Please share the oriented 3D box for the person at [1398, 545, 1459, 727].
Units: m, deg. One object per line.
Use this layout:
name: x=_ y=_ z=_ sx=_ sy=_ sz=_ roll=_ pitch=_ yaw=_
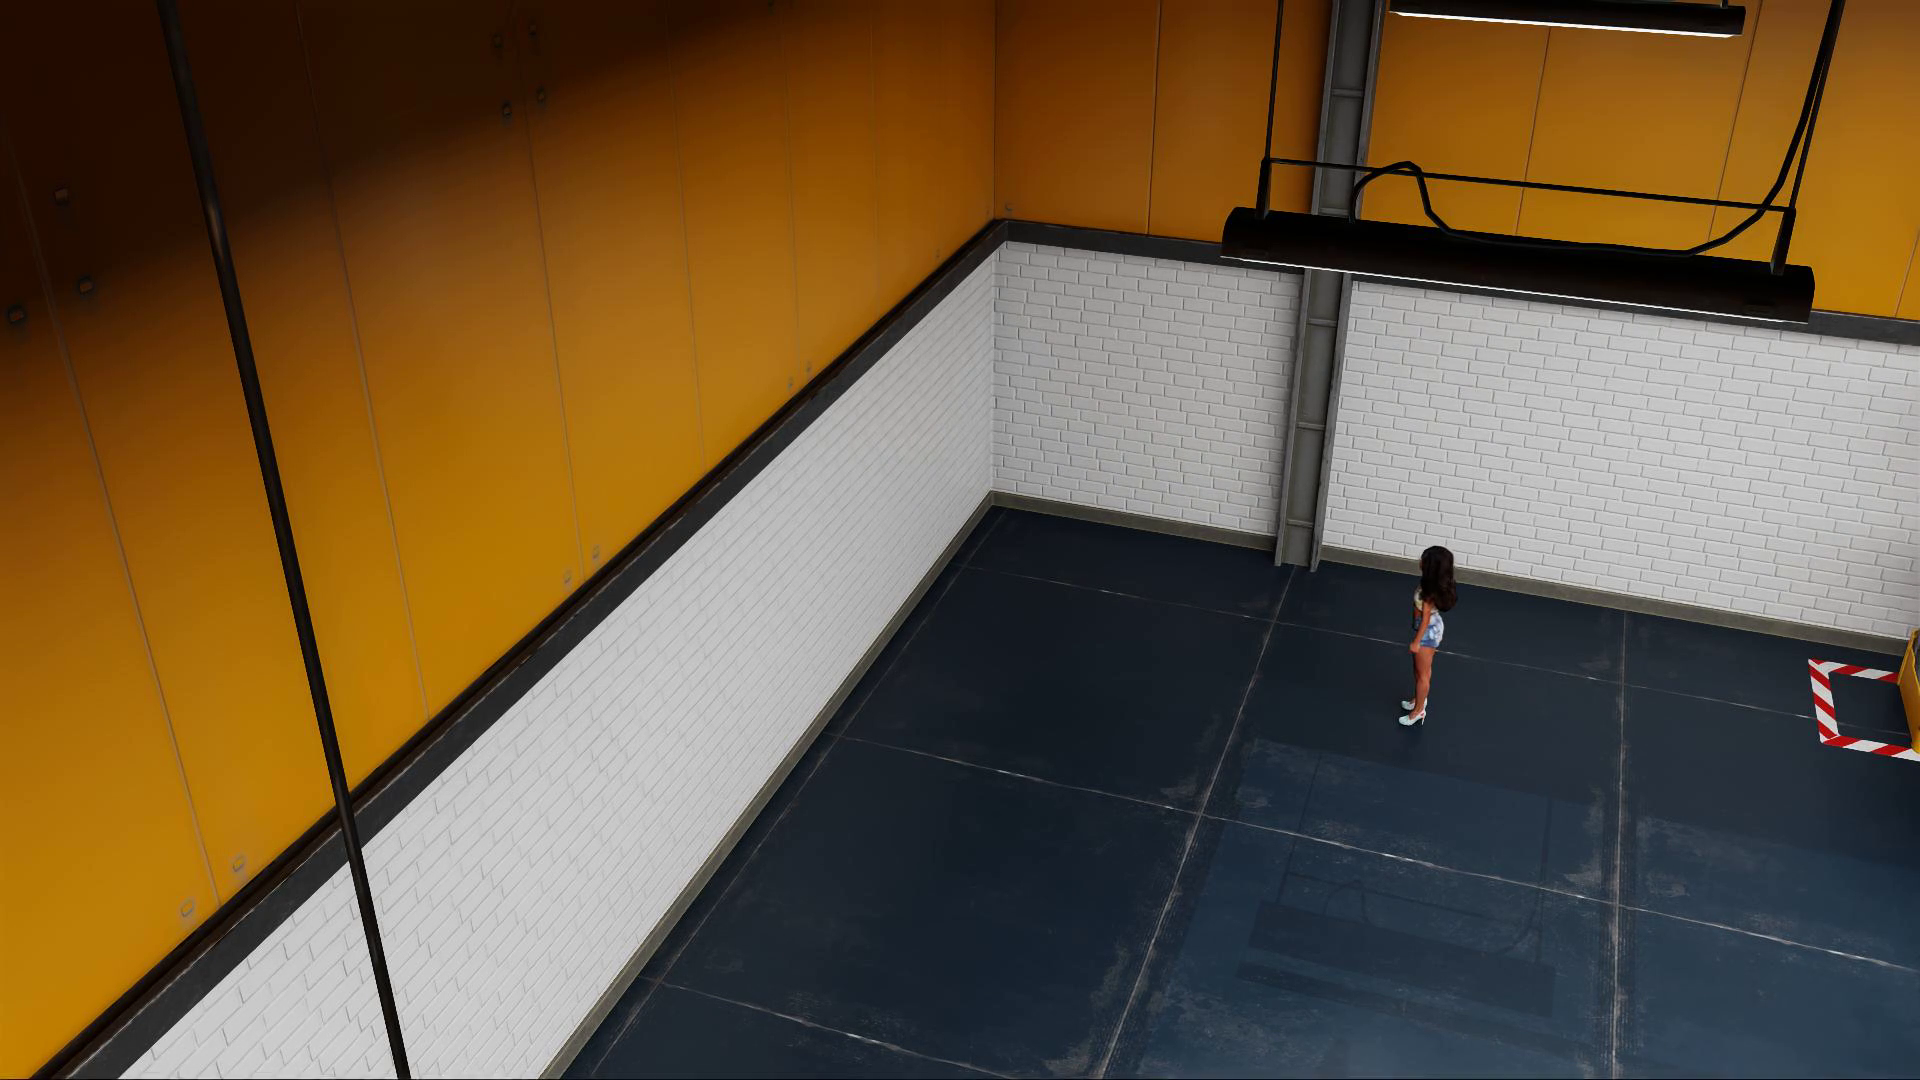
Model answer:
person: x=3.753 y=0.764 z=13.406 sx=0.534 sy=1.626 sz=0.543 roll=10 pitch=30 yaw=18
